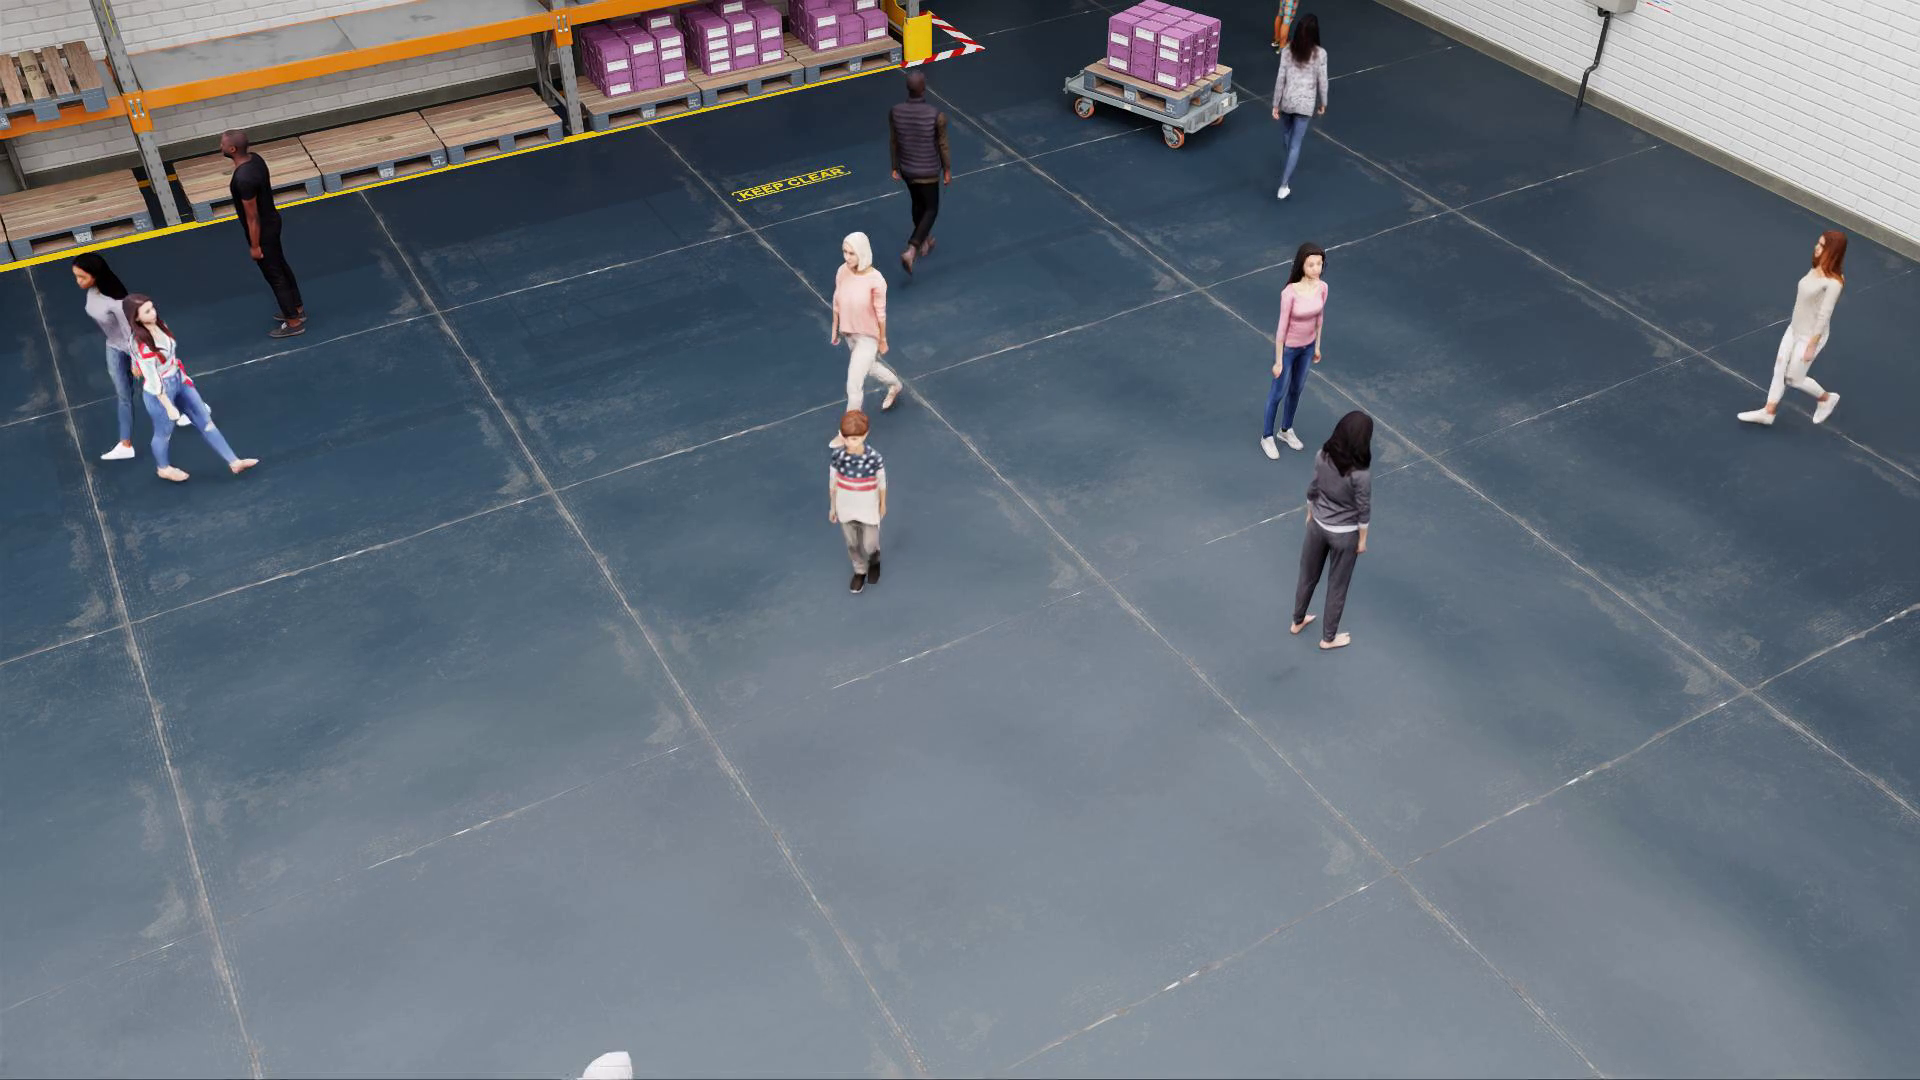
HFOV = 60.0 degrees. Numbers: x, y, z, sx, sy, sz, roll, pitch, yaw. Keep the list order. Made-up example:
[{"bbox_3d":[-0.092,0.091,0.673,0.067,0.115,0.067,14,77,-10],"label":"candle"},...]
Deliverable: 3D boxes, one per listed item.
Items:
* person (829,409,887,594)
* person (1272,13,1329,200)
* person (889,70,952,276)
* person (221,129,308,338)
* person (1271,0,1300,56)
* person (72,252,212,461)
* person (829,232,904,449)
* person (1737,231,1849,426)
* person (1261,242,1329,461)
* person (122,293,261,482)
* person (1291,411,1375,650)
[{"bbox_3d":[-0.673,-0.286,11.221,0.638,1.429,0.700,8,39,10],"label":"person"},{"bbox_3d":[3.177,-4.072,15.764,1.101,1.677,1.258,15,41,18],"label":"person"},{"bbox_3d":[-0.367,-3.191,14.551,1.091,1.814,1.208,14,41,16],"label":"person"},{"bbox_3d":[-5.748,-2.540,13.731,0.701,1.819,0.743,-5,39,-6],"label":"person"},{"bbox_3d":[3.694,-6.181,18.579,0.574,1.460,0.577,-5,39,-7],"label":"person"},{"bbox_3d":[-6.117,-1.448,12.488,0.975,1.664,1.256,26,45,28],"label":"person"},{"bbox_3d":[-0.694,-1.587,12.646,0.910,1.684,1.226,26,46,29],"label":"person"},{"bbox_3d":[6.497,-1.554,12.596,1.016,1.696,0.889,3,39,4],"label":"person"},{"bbox_3d":[2.500,-1.430,12.402,0.464,1.742,0.644,-17,42,-20],"label":"person"},{"bbox_3d":[-5.845,-1.073,12.091,1.105,1.575,0.980,4,39,5],"label":"person"},{"bbox_3d":[2.397,-0.065,10.676,0.597,1.763,0.650,-32,48,-33],"label":"person"}]
